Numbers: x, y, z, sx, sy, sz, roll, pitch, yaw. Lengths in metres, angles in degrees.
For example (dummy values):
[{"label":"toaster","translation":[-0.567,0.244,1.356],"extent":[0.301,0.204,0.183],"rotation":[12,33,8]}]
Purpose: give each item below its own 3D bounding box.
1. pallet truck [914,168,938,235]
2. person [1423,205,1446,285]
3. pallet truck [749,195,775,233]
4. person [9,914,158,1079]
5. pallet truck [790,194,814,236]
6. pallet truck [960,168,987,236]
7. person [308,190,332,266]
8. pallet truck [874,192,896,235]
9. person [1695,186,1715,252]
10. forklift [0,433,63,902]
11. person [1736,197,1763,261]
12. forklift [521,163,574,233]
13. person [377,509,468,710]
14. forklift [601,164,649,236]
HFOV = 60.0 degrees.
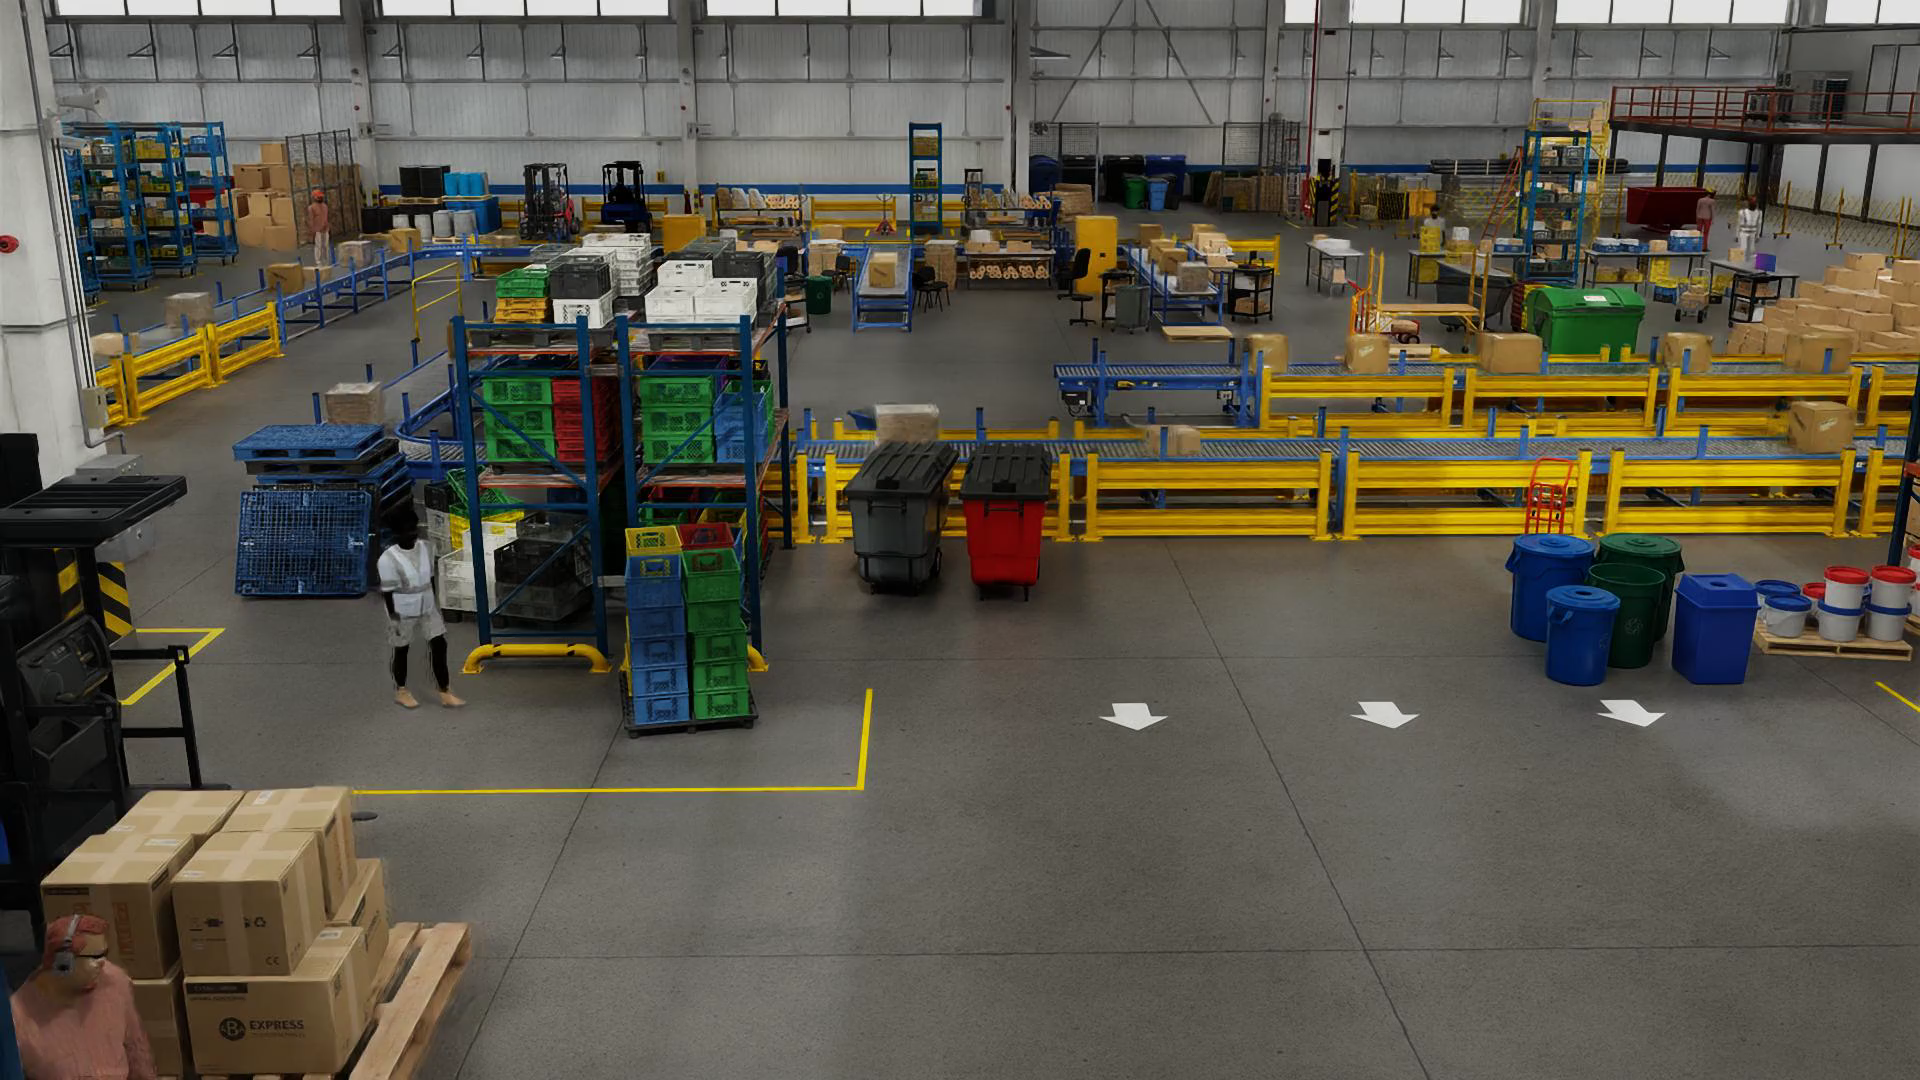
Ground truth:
[{"label":"pallet truck","translation":[-0.989,-10.316,50.507],"extent":[0.823,1.965,1.885],"rotation":[1,16,3]},{"label":"person","translation":[11.117,-6.935,39.006],"extent":[0.553,1.856,0.514],"rotation":[5,17,18]},{"label":"pallet truck","translation":[-6.051,-9.967,50.660],"extent":[0.680,1.201,1.601],"rotation":[0,16,-1]},{"label":"person","translation":[-3.503,2.368,6.635],"extent":[0.456,1.879,0.698],"rotation":[6,17,21]},{"label":"pallet truck","translation":[-4.814,-9.883,50.259],"extent":[0.704,1.261,1.522],"rotation":[-1,16,-3]},{"label":"pallet truck","translation":[0.383,-10.230,50.206],"extent":[0.823,1.965,1.885],"rotation":[-1,16,-3]},{"label":"person","translation":[-15.963,-7.738,41.544],"extent":[0.370,1.996,0.622],"rotation":[7,17,22]},{"label":"pallet truck","translation":[-2.277,-9.986,50.594],"extent":[0.653,1.274,1.630],"rotation":[0,16,-1]},{"label":"person","translation":[20.518,-8.838,45.781],"extent":[0.327,1.767,0.533],"rotation":[-11,19,-33]},{"label":"forklift","translation":[-5.952,0.780,10.366],"extent":[1.873,2.768,1.129],"rotation":[0,16,-1]},{"label":"person","translation":[19.494,-7.569,41.204],"extent":[0.588,1.869,0.648],"rotation":[0,16,2]},{"label":"forklift","translation":[-12.233,-10.122,49.298],"extent":[1.157,1.987,2.680],"rotation":[0,16,-1]},{"label":"person","translation":[-4.284,0.583,13.205],"extent":[0.742,1.667,0.547],"rotation":[12,20,35]},{"label":"forklift","translation":[-9.948,-10.127,49.296],"extent":[1.157,1.987,2.680],"rotation":[-1,16,-3]}]
